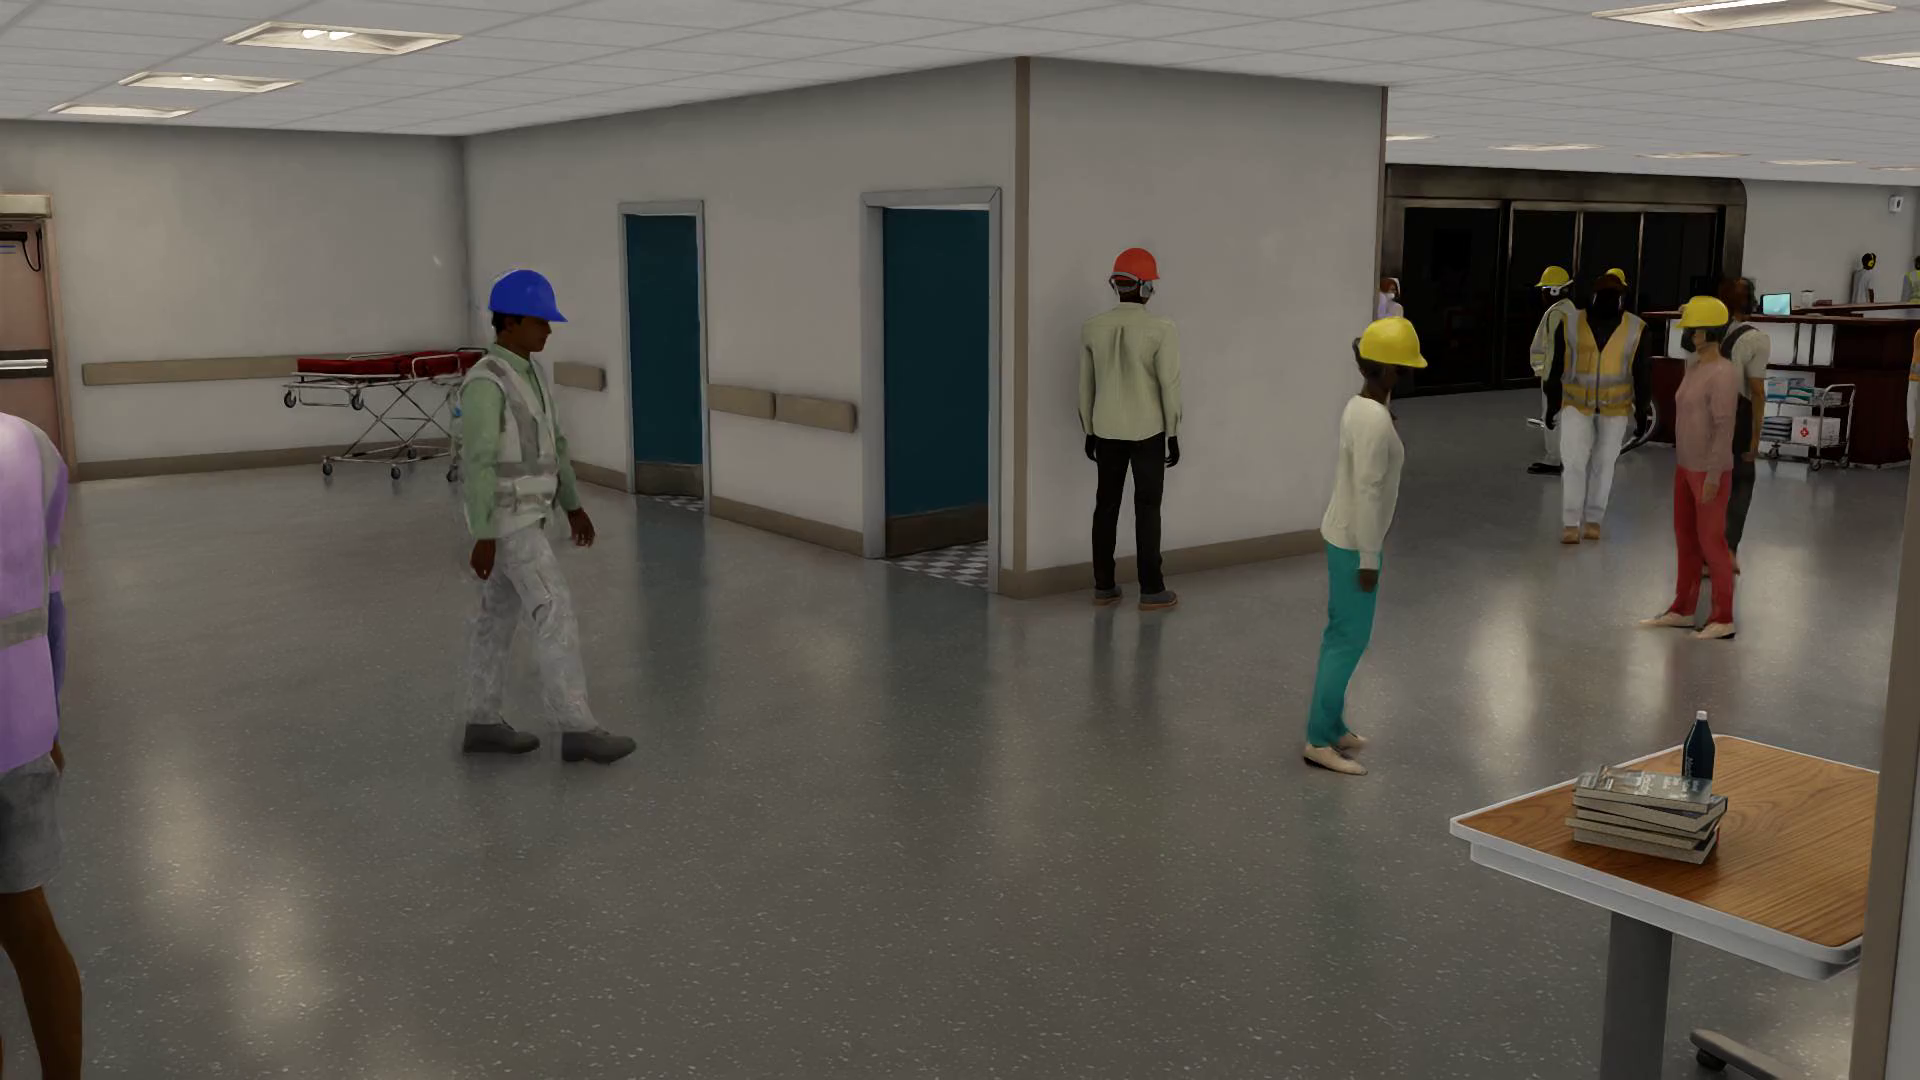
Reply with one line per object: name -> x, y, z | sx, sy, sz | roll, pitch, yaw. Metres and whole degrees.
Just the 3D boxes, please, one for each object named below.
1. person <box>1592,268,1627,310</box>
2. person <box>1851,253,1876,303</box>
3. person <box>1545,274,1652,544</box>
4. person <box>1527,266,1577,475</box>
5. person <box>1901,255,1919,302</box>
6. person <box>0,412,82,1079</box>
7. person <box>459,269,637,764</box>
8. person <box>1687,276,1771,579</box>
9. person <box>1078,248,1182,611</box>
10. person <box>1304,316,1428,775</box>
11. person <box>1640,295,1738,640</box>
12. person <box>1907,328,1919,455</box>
person -> 6.809, -1.970, 17.515 | 0.328, 1.761, 0.523 | -1, 10, -5
person -> 15.440, -3.975, 28.487 | 0.331, 1.857, 0.520 | -3, 10, -15
person -> 4.269, -0.858, 11.129 | 0.656, 1.809, 0.815 | 4, 11, 19
person -> 5.204, -1.480, 14.598 | 0.403, 1.824, 0.595 | 5, 11, 25
person -> 15.505, -3.691, 26.927 | 0.633, 1.839, 0.429 | 0, 10, -2
person -> -2.071, 0.415, 3.407 | 0.410, 2.030, 0.611 | 1, 10, 7
person -> -1.606, -0.082, 6.478 | 0.852, 1.908, 0.618 | 0, 10, -2
person -> 4.616, -0.672, 10.044 | 0.499, 1.826, 0.423 | 10, 14, 43
person -> 0.949, -0.606, 9.206 | 0.609, 1.995, 0.378 | 6, 12, 31
person -> 1.556, 0.017, 6.406 | 0.393, 1.755, 0.576 | 1, 10, 7
person -> 3.800, -0.363, 8.530 | 0.370, 1.771, 0.533 | 1, 10, 3
person -> 5.729, -0.634, 9.525 | 0.369, 1.935, 0.552 | -7, 12, -35
